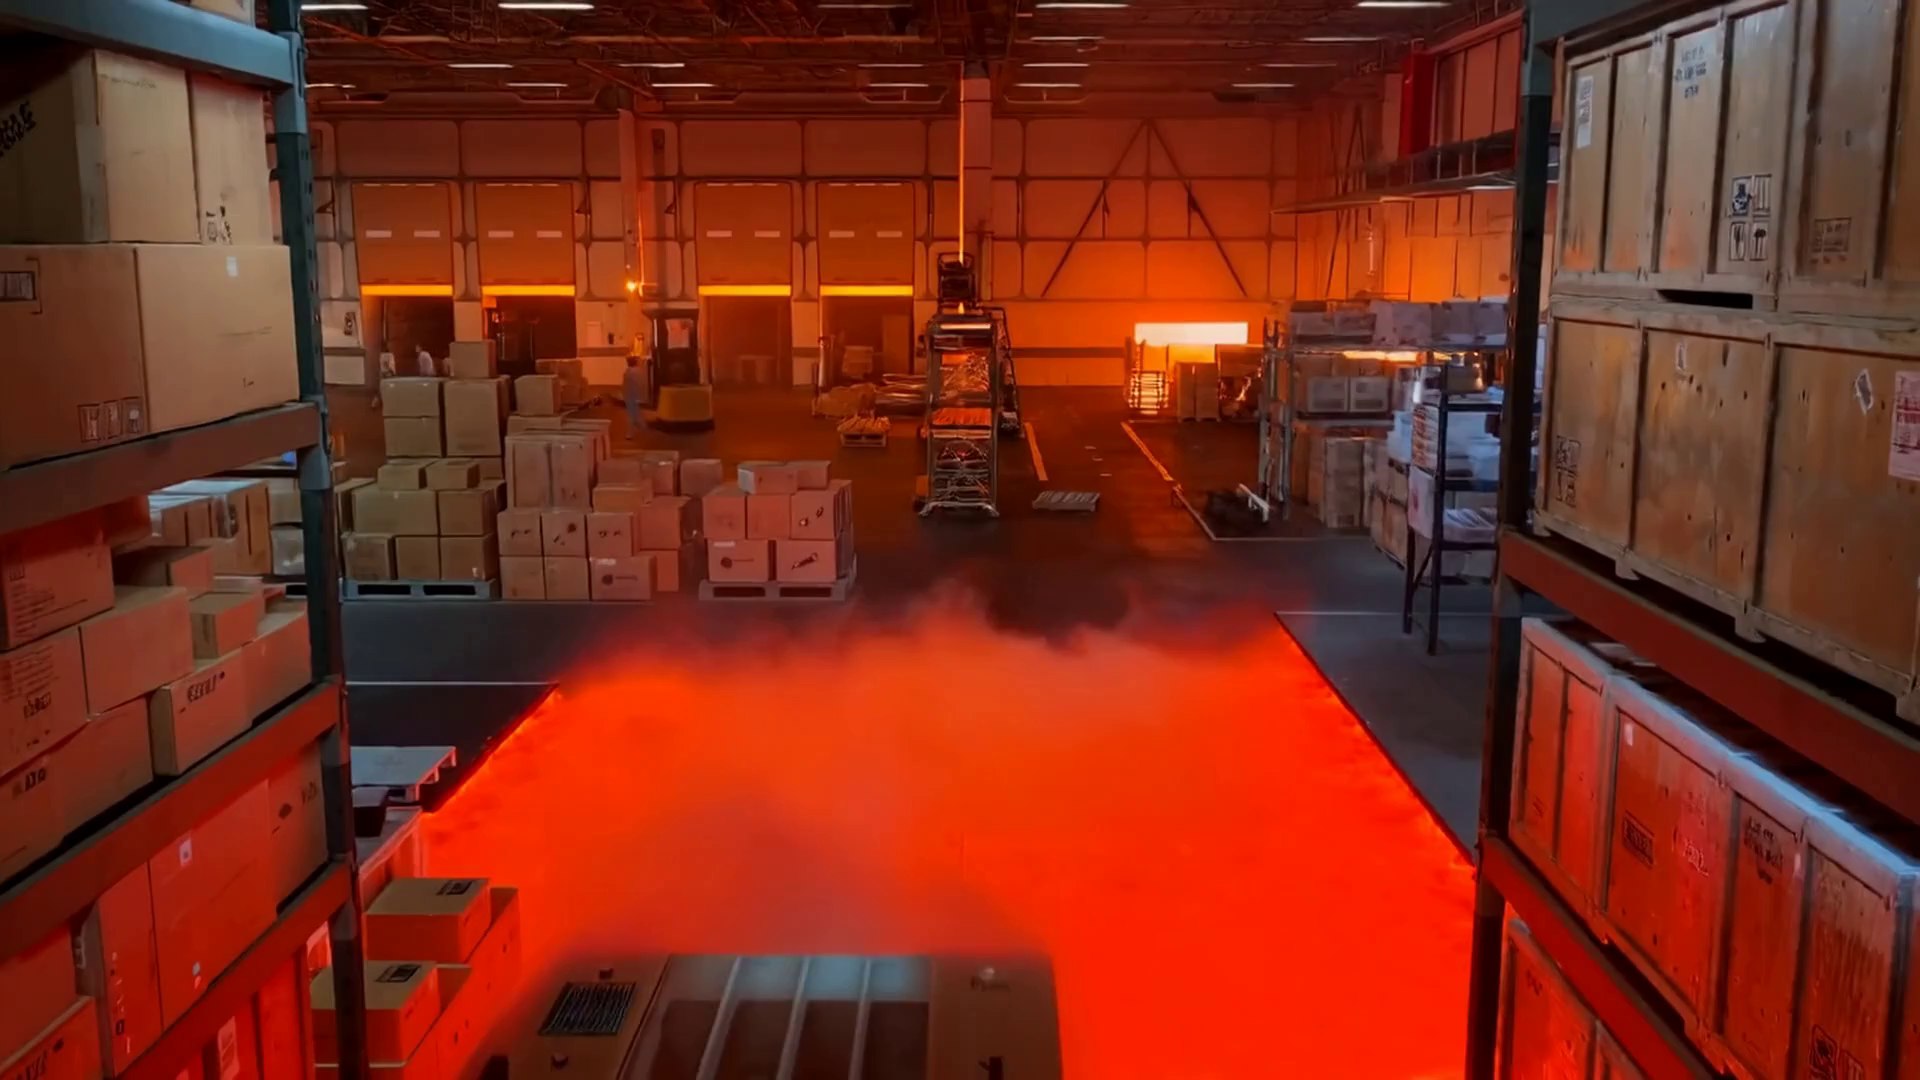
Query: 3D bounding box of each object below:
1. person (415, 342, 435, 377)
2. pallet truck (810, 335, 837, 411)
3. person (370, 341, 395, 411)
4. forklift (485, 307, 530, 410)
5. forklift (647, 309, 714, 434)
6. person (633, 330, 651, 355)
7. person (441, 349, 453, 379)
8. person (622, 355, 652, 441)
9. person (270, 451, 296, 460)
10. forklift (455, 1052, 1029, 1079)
[{"bbox_3d":[-13.487,-4.066,42.063,0.668,1.881,1.049,10,14,44],"label":"person"},{"bbox_3d":[-3.021,-4.312,43.126,1.885,1.965,0.823,3,10,17],"label":"pallet truck"},{"bbox_3d":[-14.975,-4.267,43.319,0.910,1.853,0.584,2,10,13],"label":"person"},{"bbox_3d":[-10.754,-4.150,39.646,1.129,2.768,1.873,0,10,1],"label":"forklift"},{"bbox_3d":[-6.464,-3.921,38.322,1.129,2.768,1.873,-5,11,-25],"label":"forklift"},{"bbox_3d":[-9.047,-4.991,47.261,0.543,1.928,0.392,3,10,17],"label":"person"},{"bbox_3d":[-13.431,-4.244,43.897,0.851,1.602,0.533,4,11,24],"label":"person"},{"bbox_3d":[-7.061,-3.074,36.224,0.723,1.917,0.637,4,11,22],"label":"person"},{"bbox_3d":[-9.635,-0.847,23.515,1.017,1.860,0.609,-1,10,-3],"label":"person"},{"bbox_3d":[-0.351,2.235,2.805,1.129,2.768,1.873,0,10,1],"label":"forklift"}]
